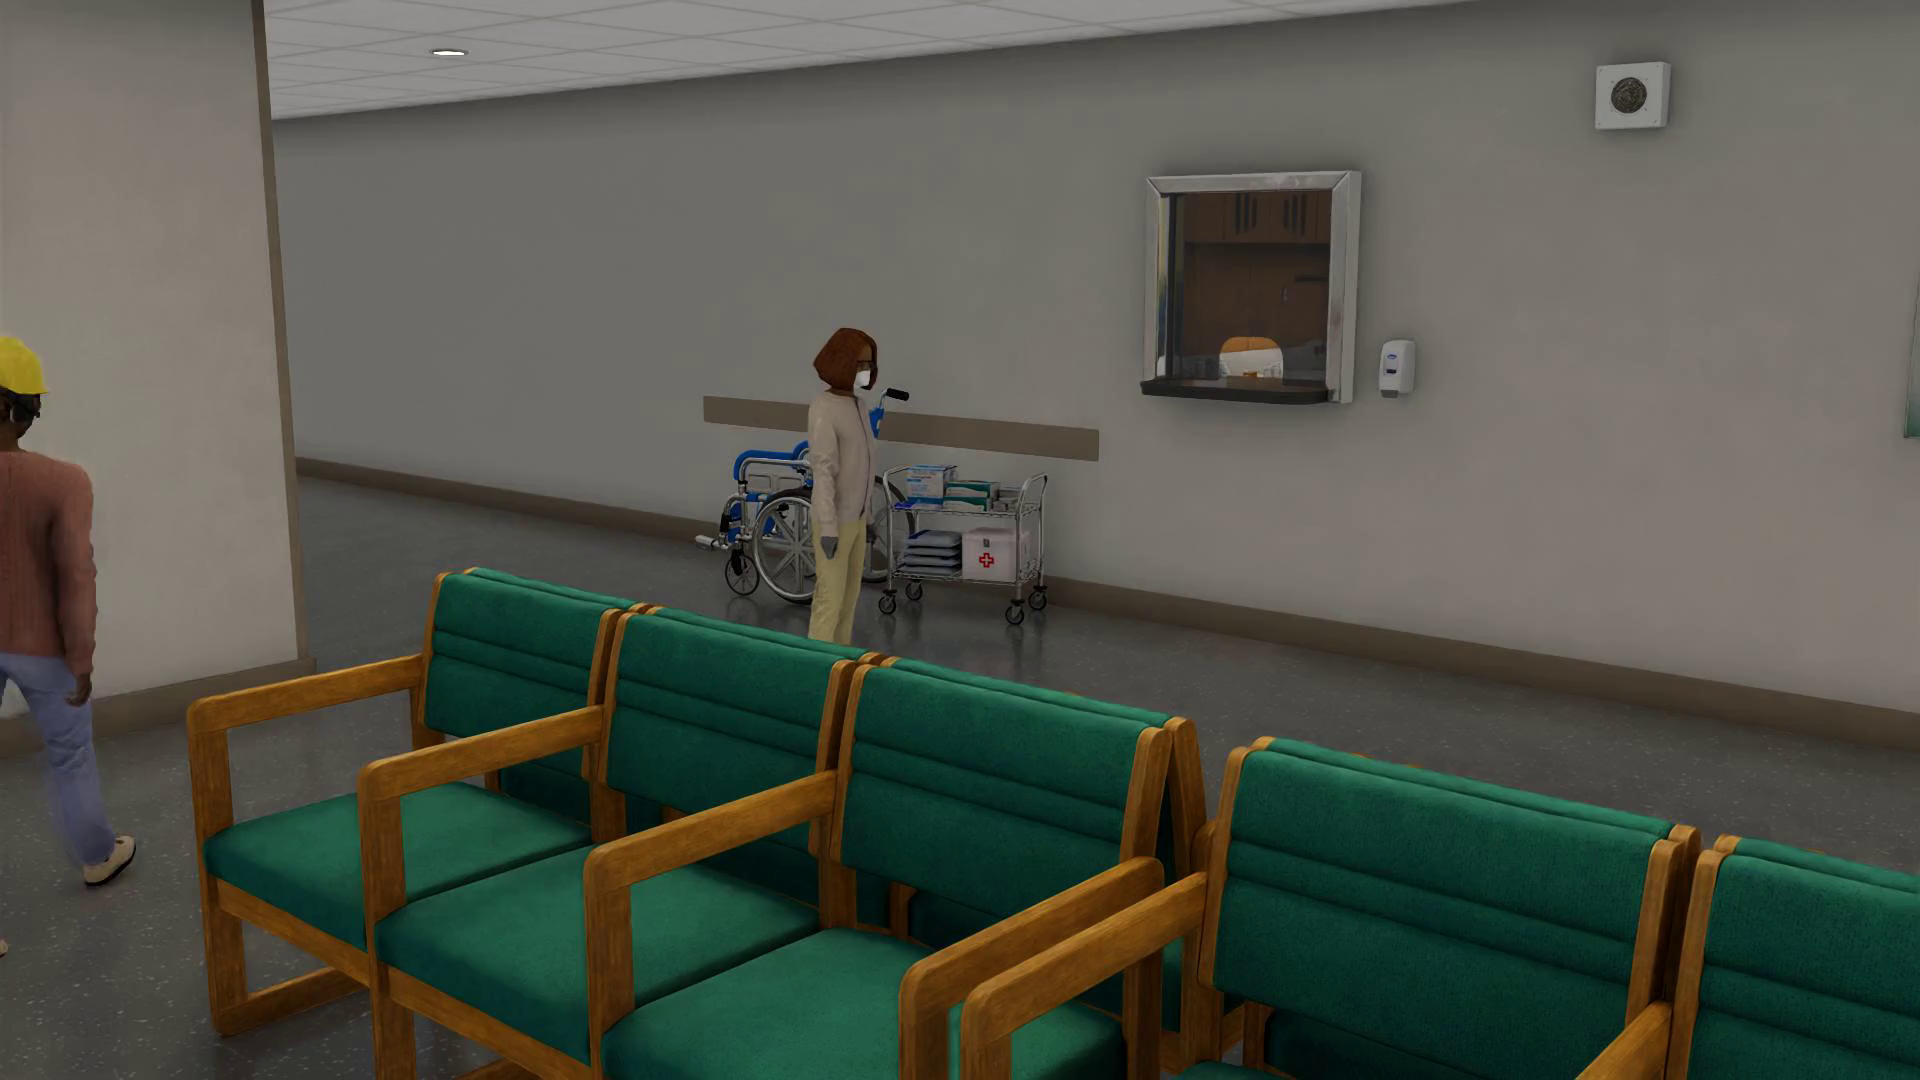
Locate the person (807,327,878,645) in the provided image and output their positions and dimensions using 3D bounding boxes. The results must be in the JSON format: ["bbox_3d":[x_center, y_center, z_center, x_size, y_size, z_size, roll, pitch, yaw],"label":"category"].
[{"bbox_3d":[-0.479,-0.068,6.962,0.278,1.633,0.498,3,10,16],"label":"person"}]

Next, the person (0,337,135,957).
[{"bbox_3d":[-2.693,0.286,4.721,0.522,1.715,0.940,-2,10,-10],"label":"person"}]
